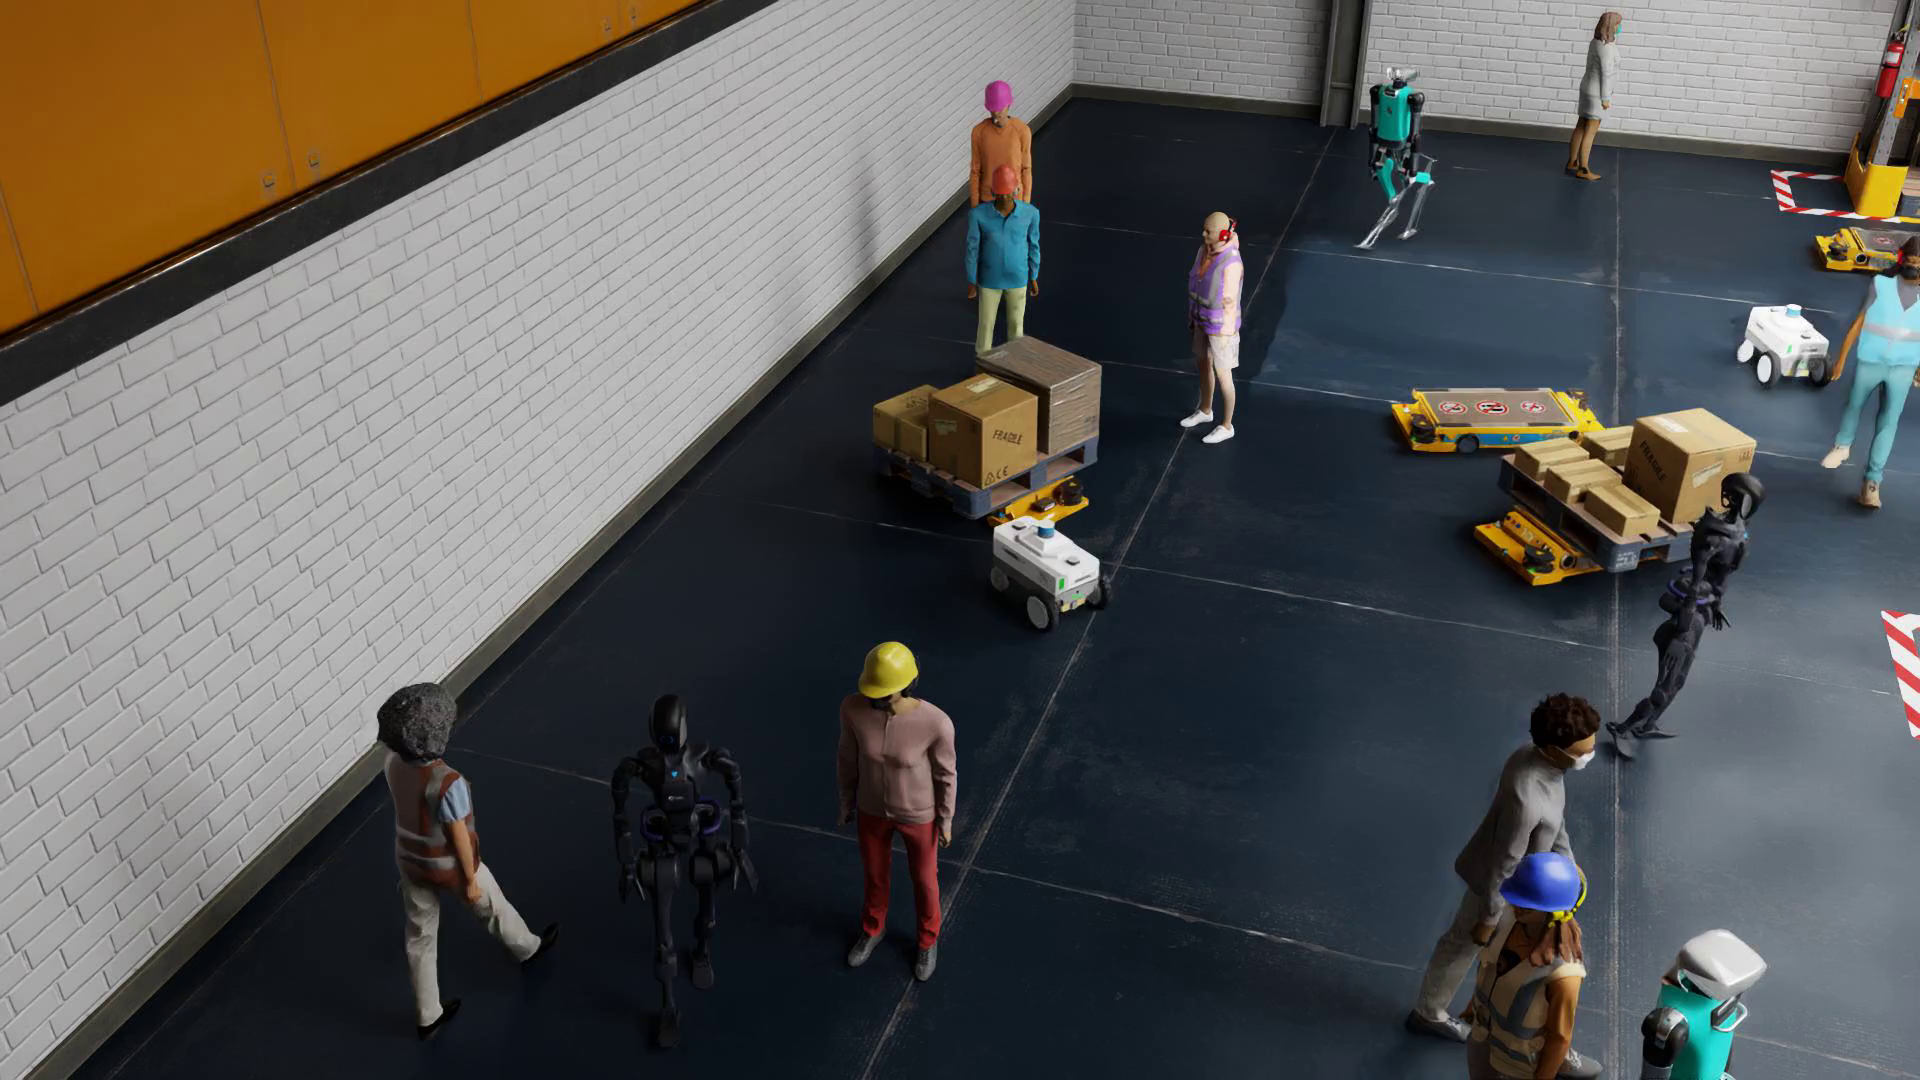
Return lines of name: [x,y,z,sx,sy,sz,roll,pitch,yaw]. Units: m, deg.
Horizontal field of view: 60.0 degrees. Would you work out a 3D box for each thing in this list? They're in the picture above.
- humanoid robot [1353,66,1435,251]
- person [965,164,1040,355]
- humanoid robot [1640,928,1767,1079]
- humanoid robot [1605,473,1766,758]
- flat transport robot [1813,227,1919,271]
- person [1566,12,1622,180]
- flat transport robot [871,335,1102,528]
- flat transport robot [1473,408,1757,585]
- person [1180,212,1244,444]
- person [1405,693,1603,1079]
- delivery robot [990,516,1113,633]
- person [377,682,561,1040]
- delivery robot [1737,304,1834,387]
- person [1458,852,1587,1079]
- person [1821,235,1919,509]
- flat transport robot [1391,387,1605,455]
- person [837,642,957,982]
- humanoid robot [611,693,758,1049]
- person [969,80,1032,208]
humanoid robot: [4.026,-3.438,15.061,1.046,1.750,0.550,-24,38,-35]
person: [0.327,-1.982,12.532,0.572,1.748,0.341,-3,31,-5]
humanoid robot: [2.532,2.117,5.538,0.541,1.762,0.678,-23,38,-34]
humanoid robot: [3.755,0.377,8.600,0.414,1.647,0.612,23,38,34]
flat transport robot: [8.549,-2.578,15.012,1.431,0.231,0.659,7,31,13]
person: [6.504,-4.538,16.969,0.339,1.660,0.486,-1,30,-2]
flat transport robot: [0.137,-0.439,11.373,0.659,0.231,1.431,-26,39,-37]
flat transport robot: [4.118,-0.050,10.711,1.431,0.231,0.659,-10,32,-16]
person: [1.802,-1.516,11.808,0.353,1.685,0.486,-14,33,-22]
person: [2.330,1.400,6.673,0.901,1.858,0.512,9,32,15]
delivery robot: [0.530,0.175,10.059,0.499,0.608,0.799,-21,36,-31]
person: [-2.147,1.288,7.055,0.456,1.645,0.821,14,33,23]
delivery robot: [6.428,-1.513,12.937,0.512,0.614,0.785,-1,30,-2]
person: [1.989,1.826,6.029,0.316,1.778,0.469,-8,31,-13]
person: [6.158,-1.172,11.102,0.587,1.822,0.927,13,33,21]
flat transport robot: [3.933,-0.868,12.103,1.431,0.231,0.659,0,30,-1]
person: [-0.277,1.171,7.156,0.529,1.765,0.324,9,32,15]
humanoid robot: [-1.145,1.348,6.960,0.589,1.639,0.666,-6,31,-10]
person: [0.333,-2.823,13.752,0.520,1.973,0.401,4,31,7]
